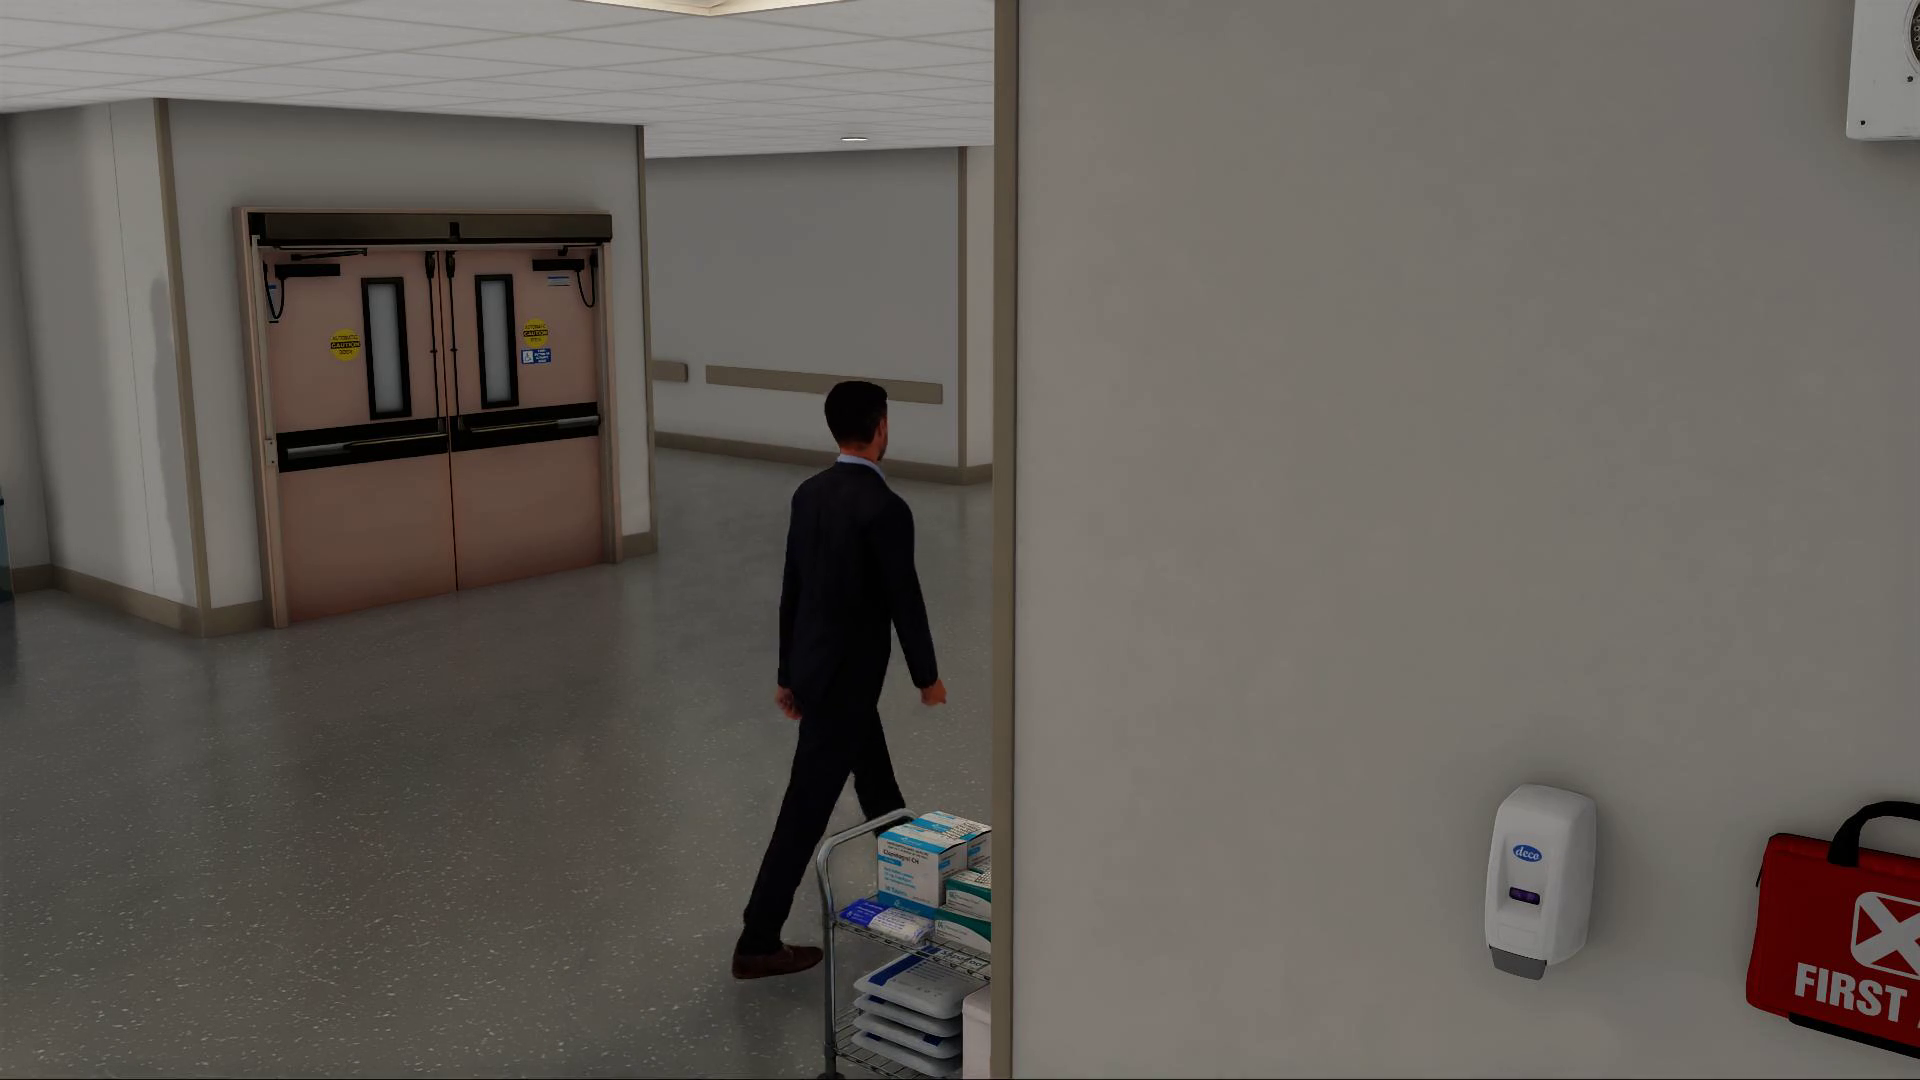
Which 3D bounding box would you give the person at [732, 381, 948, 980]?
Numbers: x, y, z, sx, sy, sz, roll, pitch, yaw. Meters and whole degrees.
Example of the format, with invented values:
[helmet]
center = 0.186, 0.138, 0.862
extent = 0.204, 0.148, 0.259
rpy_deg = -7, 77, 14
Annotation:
[person]
center = -0.420, 0.483, 5.038
extent = 1.271, 1.802, 0.799
rpy_deg = -8, 13, -36
